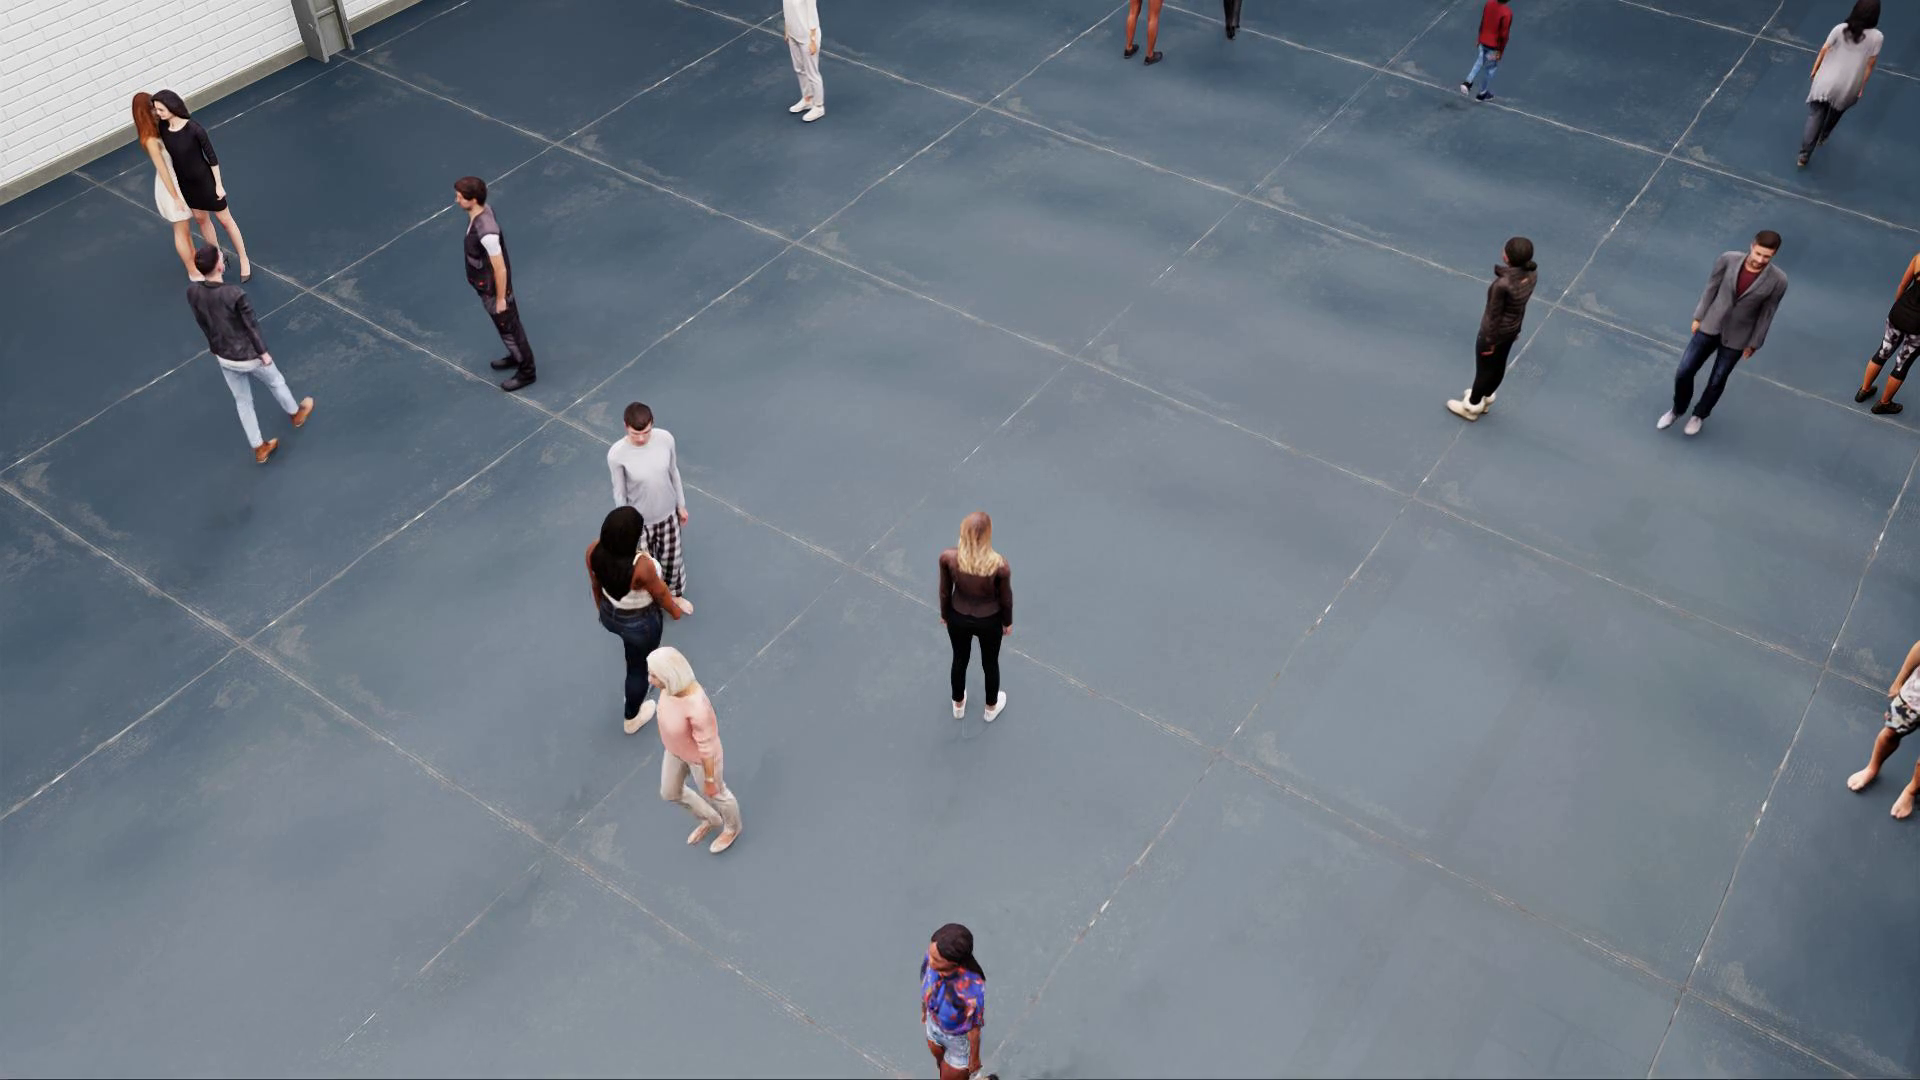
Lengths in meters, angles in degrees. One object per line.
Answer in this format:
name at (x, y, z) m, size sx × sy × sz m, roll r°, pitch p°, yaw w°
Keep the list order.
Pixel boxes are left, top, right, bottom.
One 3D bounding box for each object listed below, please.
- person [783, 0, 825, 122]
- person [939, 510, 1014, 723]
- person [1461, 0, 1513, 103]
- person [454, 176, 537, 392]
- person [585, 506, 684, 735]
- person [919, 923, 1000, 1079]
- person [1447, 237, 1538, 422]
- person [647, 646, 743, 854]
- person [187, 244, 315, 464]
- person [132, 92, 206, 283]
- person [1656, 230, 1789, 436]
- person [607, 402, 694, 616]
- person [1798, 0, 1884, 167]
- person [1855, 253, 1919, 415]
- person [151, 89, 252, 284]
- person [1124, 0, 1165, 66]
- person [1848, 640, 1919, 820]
person at (-1.507, -4.900, 16.080) m, size 0.604 × 1.686 × 0.645 m, roll -34°, pitch 53°, yaw -31°
person at (0.091, 0.494, 10.406) m, size 0.673 × 1.703 × 0.641 m, roll 8°, pitch 44°, yaw 9°
person at (5.195, -4.897, 16.395) m, size 0.693 × 1.247 × 0.626 m, roll -22°, pitch 48°, yaw -21°
person at (-3.611, -2.007, 12.926) m, size 0.755 × 1.848 × 0.753 m, roll -18°, pitch 46°, yaw -18°
person at (-2.086, 0.553, 10.281) m, size 0.617 × 1.790 × 0.740 m, roll 24°, pitch 48°, yaw 23°
person at (0.043, 2.432, 8.351) m, size 0.741 × 1.732 × 0.688 m, roll -28°, pitch 50°, yaw -26°
person at (4.094, -1.587, 12.618) m, size 0.722 × 1.664 × 0.666 m, roll 11°, pitch 45°, yaw 12°
person at (-1.489, 1.177, 9.689) m, size 0.749 × 1.704 × 0.779 m, roll -33°, pitch 53°, yaw -30°
person at (-5.320, -1.311, 12.219) m, size 0.930 × 1.816 × 1.068 m, roll 5°, pitch 44°, yaw 5°
person at (-6.669, -2.988, 14.057) m, size 0.704 × 1.709 × 0.653 m, roll -10°, pitch 45°, yaw -11°
person at (5.774, -1.589, 12.483) m, size 0.712 × 1.854 × 0.668 m, roll 29°, pitch 51°, yaw 27°
person at (-2.058, -0.186, 11.016) m, size 0.600 × 1.846 × 0.753 m, roll -25°, pitch 49°, yaw -24°
person at (8.152, -4.235, 15.466) m, size 0.745 × 1.571 × 1.058 m, roll 18°, pitch 47°, yaw 18°
person at (7.302, -1.696, 12.736) m, size 0.664 × 1.660 × 0.655 m, roll -18°, pitch 47°, yaw -18°
person at (-6.367, -2.967, 13.966) m, size 0.664 × 1.803 × 0.618 m, roll 11°, pitch 45°, yaw 11°
person at (1.918, -5.693, 16.874) m, size 0.579 × 1.739 × 0.511 m, roll 28°, pitch 50°, yaw 26°
person at (5.842, 0.916, 9.885) m, size 0.635 × 1.811 × 0.713 m, roll -33°, pitch 53°, yaw -30°
